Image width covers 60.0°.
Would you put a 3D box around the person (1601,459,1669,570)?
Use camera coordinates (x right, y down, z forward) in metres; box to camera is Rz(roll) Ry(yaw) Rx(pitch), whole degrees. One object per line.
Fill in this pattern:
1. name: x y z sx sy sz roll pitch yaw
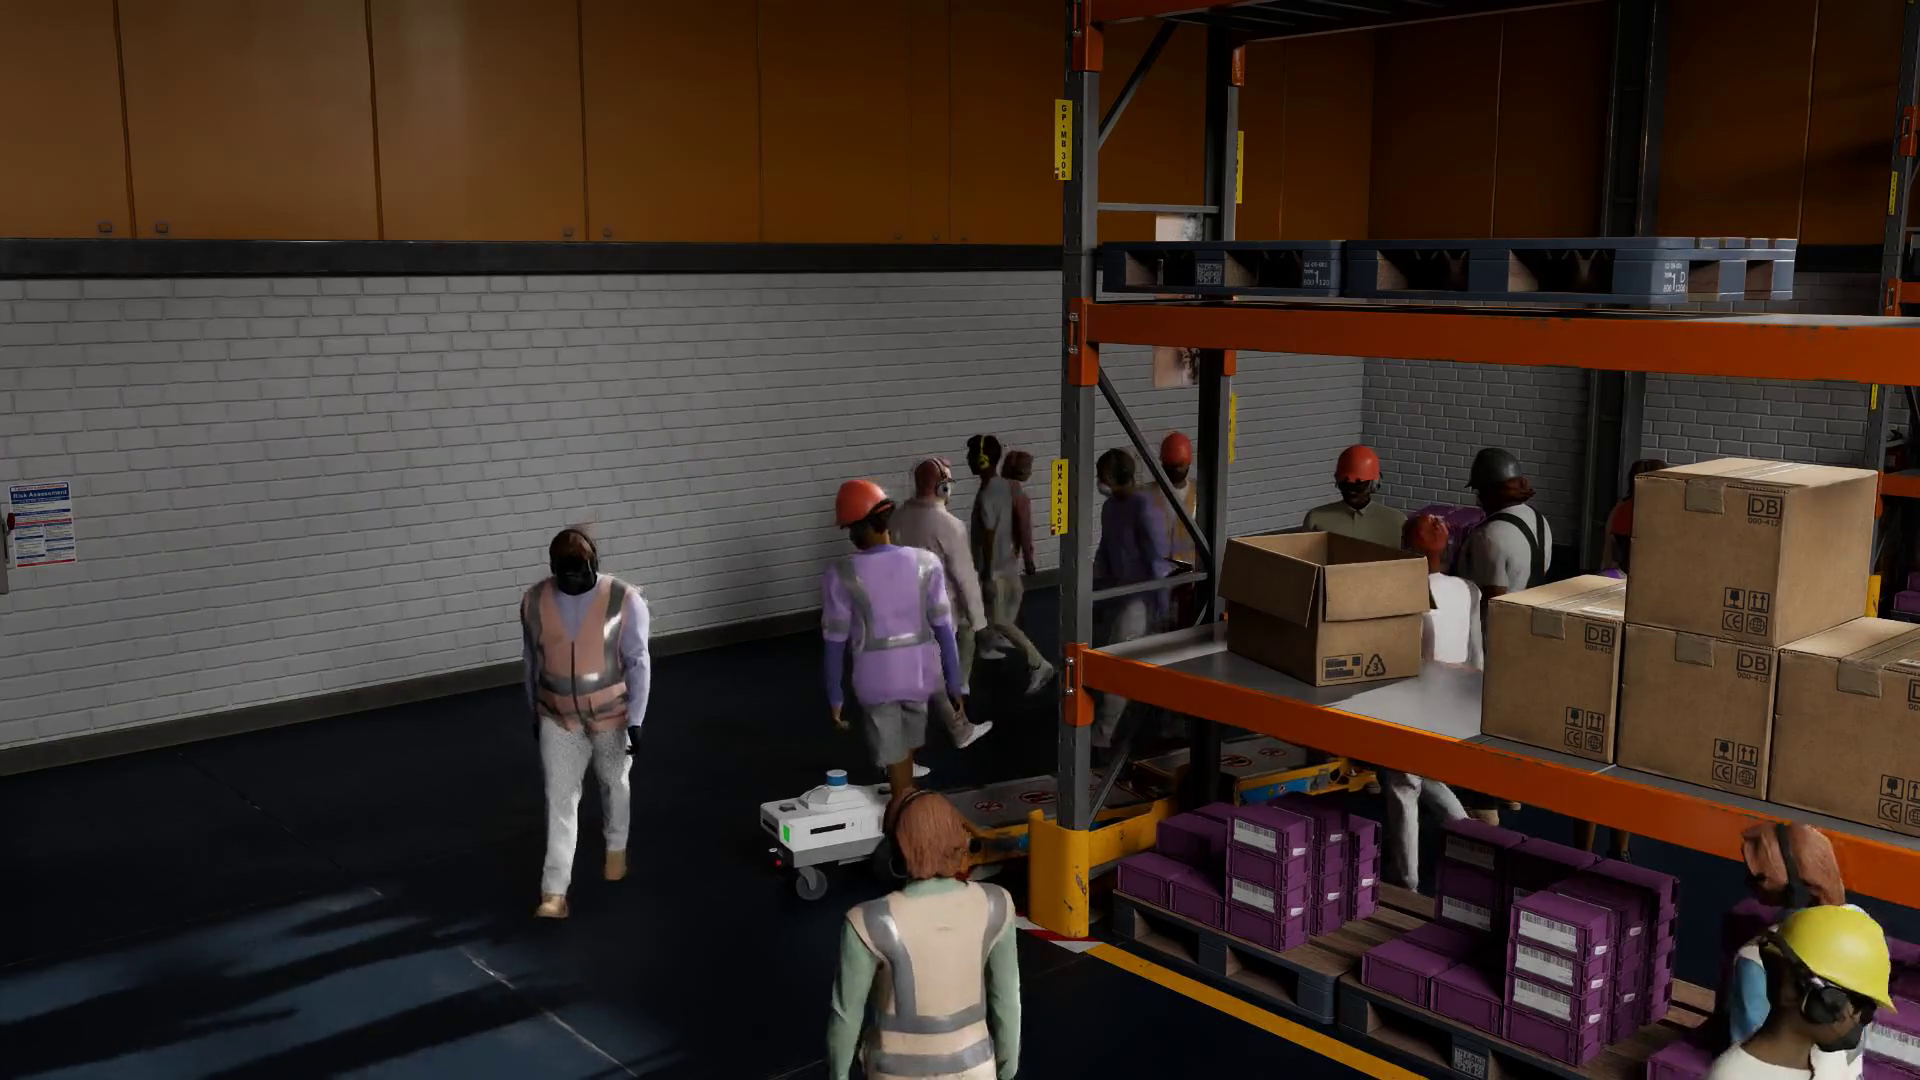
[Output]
1. person: 4.062 0.426 9.968 0.429 1.841 0.634 2 10 13

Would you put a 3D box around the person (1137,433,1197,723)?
1. person: 1.396 0.230 10.998 0.556 1.886 0.981 1 10 7

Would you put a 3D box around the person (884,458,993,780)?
1. person: -0.107 0.451 9.793 0.992 1.855 0.657 -7 12 -36

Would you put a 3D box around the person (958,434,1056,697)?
1. person: 0.230 0.186 11.400 0.808 1.842 0.525 4 10 21

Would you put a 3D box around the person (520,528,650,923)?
1. person: -1.753 0.827 7.794 0.627 1.791 0.958 0 10 0

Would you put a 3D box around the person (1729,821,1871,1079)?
1. person: 2.196 1.508 4.289 0.529 1.605 0.565 -4 11 -25

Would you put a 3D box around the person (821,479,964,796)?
1. person: -0.350 0.694 8.012 0.676 1.971 1.035 -5 11 -25

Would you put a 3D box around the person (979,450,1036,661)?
1. person: 0.364 0.121 12.460 0.509 1.607 0.576 -3 10 -17

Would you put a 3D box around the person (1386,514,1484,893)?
1. person: 2.177 0.814 7.598 0.621 1.867 0.532 -5 11 -28

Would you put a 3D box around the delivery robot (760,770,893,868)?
1. delivery robot: -0.594 1.353 8.026 0.707 0.478 0.477 -5 11 -28

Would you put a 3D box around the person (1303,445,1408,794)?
1. person: 2.212 0.450 9.383 0.616 1.990 0.393 2 10 12

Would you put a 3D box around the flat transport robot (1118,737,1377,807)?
1. flat transport robot: 1.585 1.318 9.339 1.431 0.197 0.652 -6 11 -30

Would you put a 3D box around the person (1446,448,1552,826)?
1. person: 2.835 0.501 8.947 0.536 2.000 0.676 8 13 40

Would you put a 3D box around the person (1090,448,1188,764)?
1. person: 0.979 0.396 9.996 0.973 1.889 0.653 -2 10 -14

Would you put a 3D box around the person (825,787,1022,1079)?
1. person: -0.095 1.468 4.496 0.512 1.621 0.375 -5 11 -28

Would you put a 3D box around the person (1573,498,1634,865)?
1. person: 3.106 0.755 7.746 0.547 1.942 0.351 -5 11 -27

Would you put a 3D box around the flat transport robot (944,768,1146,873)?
1. flat transport robot: 0.342 1.440 8.623 1.431 0.197 0.652 -5 11 -26

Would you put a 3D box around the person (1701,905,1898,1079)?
1. person: 1.671 1.603 3.439 0.573 1.722 0.470 -8 13 -40
